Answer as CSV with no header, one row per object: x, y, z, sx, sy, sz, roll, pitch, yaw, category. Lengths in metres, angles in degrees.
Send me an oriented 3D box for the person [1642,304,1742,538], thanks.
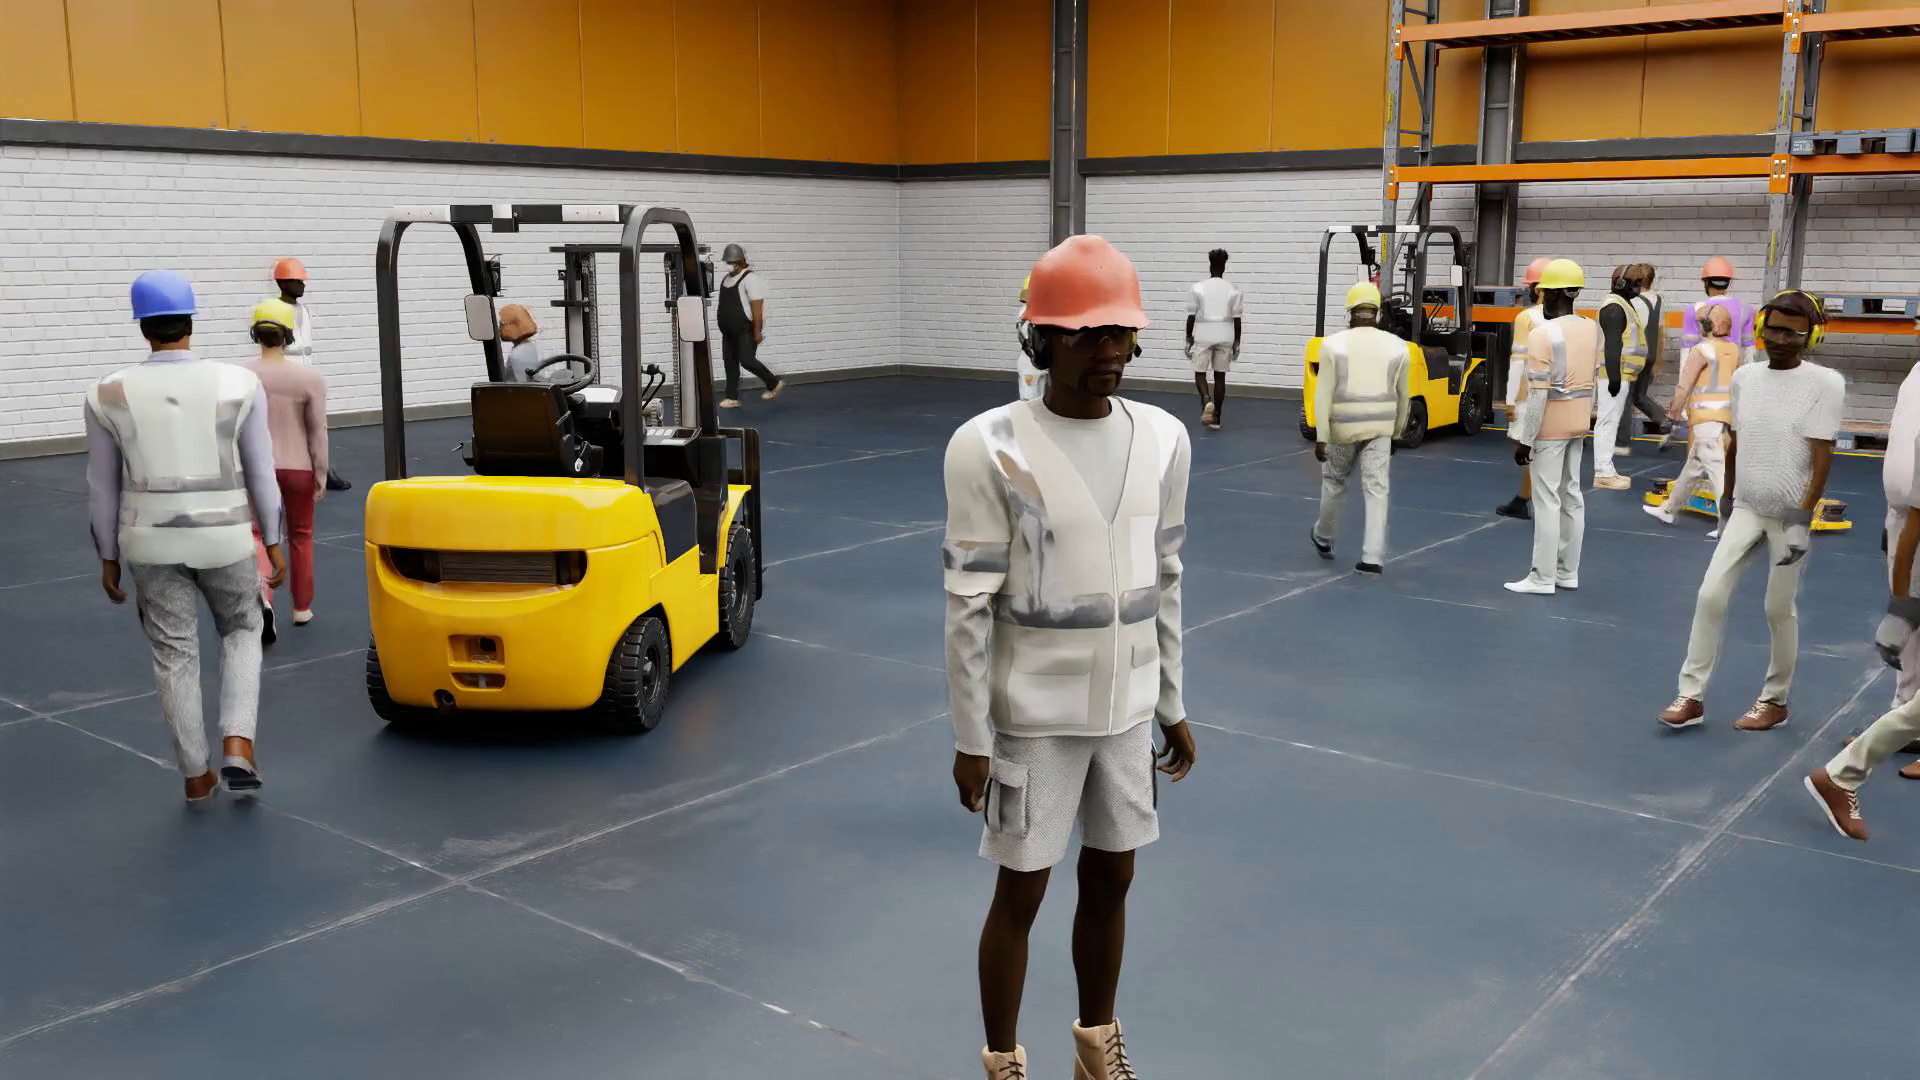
5.126,-0.824,11.507,0.515,1.593,0.861,-7,13,-35,person

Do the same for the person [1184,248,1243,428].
2.732,-2.150,17.859,0.624,1.948,0.581,0,10,2,person

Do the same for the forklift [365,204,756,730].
-1.766,-0.406,7.525,1.214,2.155,2.313,1,10,7,forklift

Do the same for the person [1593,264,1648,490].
5.430,-1.345,13.722,0.430,1.839,0.619,5,11,25,person

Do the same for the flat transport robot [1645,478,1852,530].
5.709,-0.272,12.110,0.652,0.197,1.431,-2,10,-11,flat transport robot

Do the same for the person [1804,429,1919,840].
3.158,0.184,5.314,0.531,1.825,0.940,-5,11,-25,person

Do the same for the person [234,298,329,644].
-3.496,-0.361,8.514,0.521,1.740,0.782,-4,11,-21,person

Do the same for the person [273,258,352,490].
-5.501,-1.346,13.576,0.987,1.902,0.538,5,11,24,person

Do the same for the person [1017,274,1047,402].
0.686,-1.572,15.238,0.302,1.744,0.489,3,11,18,person

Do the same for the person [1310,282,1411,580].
2.448,-0.691,10.265,0.607,1.772,0.936,0,10,-2,person

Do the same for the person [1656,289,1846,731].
3.207,-0.083,6.721,0.731,1.837,0.521,-7,13,-35,person

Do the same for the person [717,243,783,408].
-2.605,-2.632,20.282,0.764,2.000,0.718,-10,14,-44,person

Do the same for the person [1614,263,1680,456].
6.400,-1.672,15.563,0.512,1.828,0.653,-6,12,-29,person

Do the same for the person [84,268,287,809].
-2.757,0.007,5.951,0.633,1.931,0.433,-4,11,-21,person

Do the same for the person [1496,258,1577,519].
4.155,-1.053,11.888,0.558,1.915,0.812,-5,11,-24,person

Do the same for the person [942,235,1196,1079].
0.263,0.368,3.650,0.615,2.042,0.374,-6,12,-28,person

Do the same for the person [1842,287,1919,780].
3.712,-0.043,6.329,0.402,1.899,0.652,0,10,-2,person

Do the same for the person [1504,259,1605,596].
3.413,-0.638,9.550,0.587,1.928,0.363,-7,13,-35,person

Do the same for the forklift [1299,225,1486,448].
4.449,-2.115,16.993,1.214,2.155,2.313,8,13,38,forklift

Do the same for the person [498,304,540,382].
-2.927,-0.816,11.424,0.757,1.605,0.504,0,10,2,person

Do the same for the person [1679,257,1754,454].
5.984,-1.271,13.119,0.582,1.909,0.681,0,10,1,person
